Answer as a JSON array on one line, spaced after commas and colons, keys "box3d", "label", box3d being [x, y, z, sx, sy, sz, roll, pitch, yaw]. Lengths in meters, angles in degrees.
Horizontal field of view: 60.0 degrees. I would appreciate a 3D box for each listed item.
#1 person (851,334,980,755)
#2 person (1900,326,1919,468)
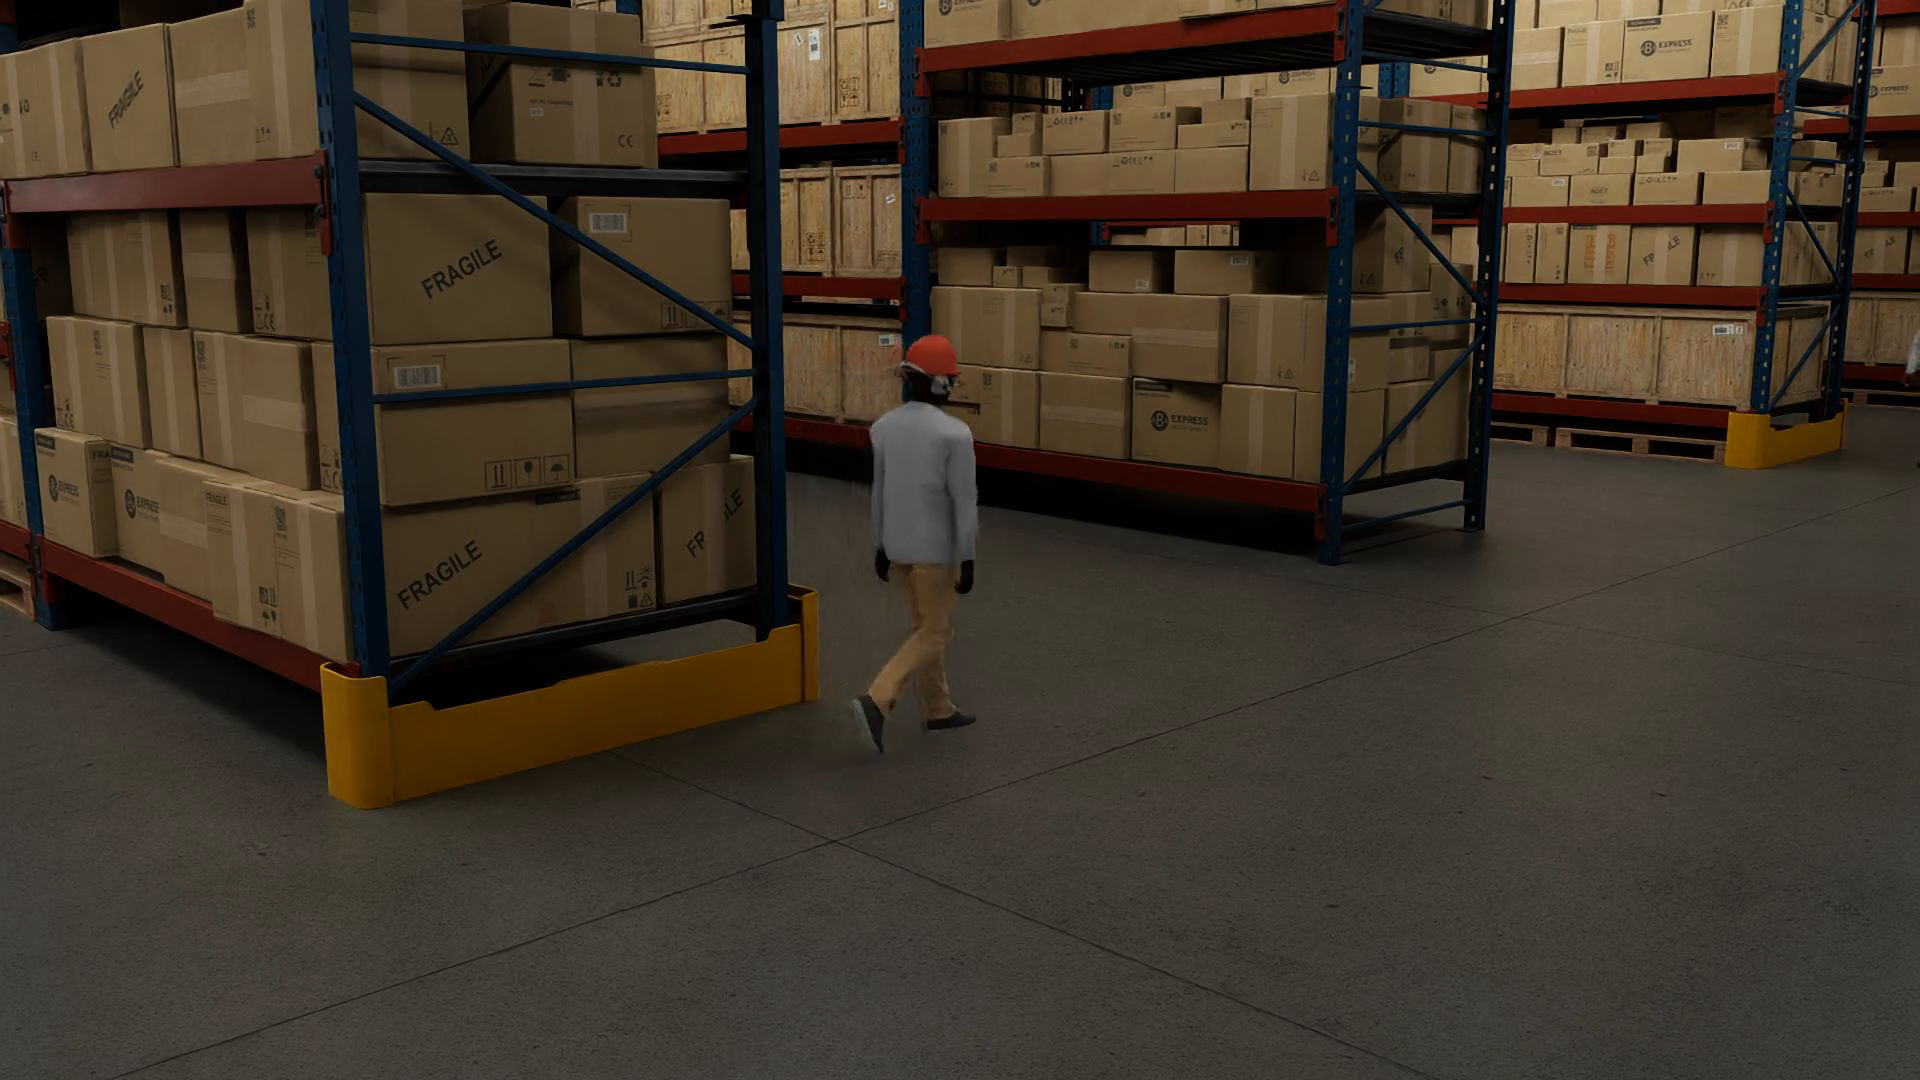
[{"box3d": [-0.189, 0.014, 6.912, 0.723, 1.732, 0.576, -10, 14, -42], "label": "person"}, {"box3d": [8.892, -1.524, 15.096, 0.787, 1.799, 0.595, -5, 12, -27], "label": "person"}]
